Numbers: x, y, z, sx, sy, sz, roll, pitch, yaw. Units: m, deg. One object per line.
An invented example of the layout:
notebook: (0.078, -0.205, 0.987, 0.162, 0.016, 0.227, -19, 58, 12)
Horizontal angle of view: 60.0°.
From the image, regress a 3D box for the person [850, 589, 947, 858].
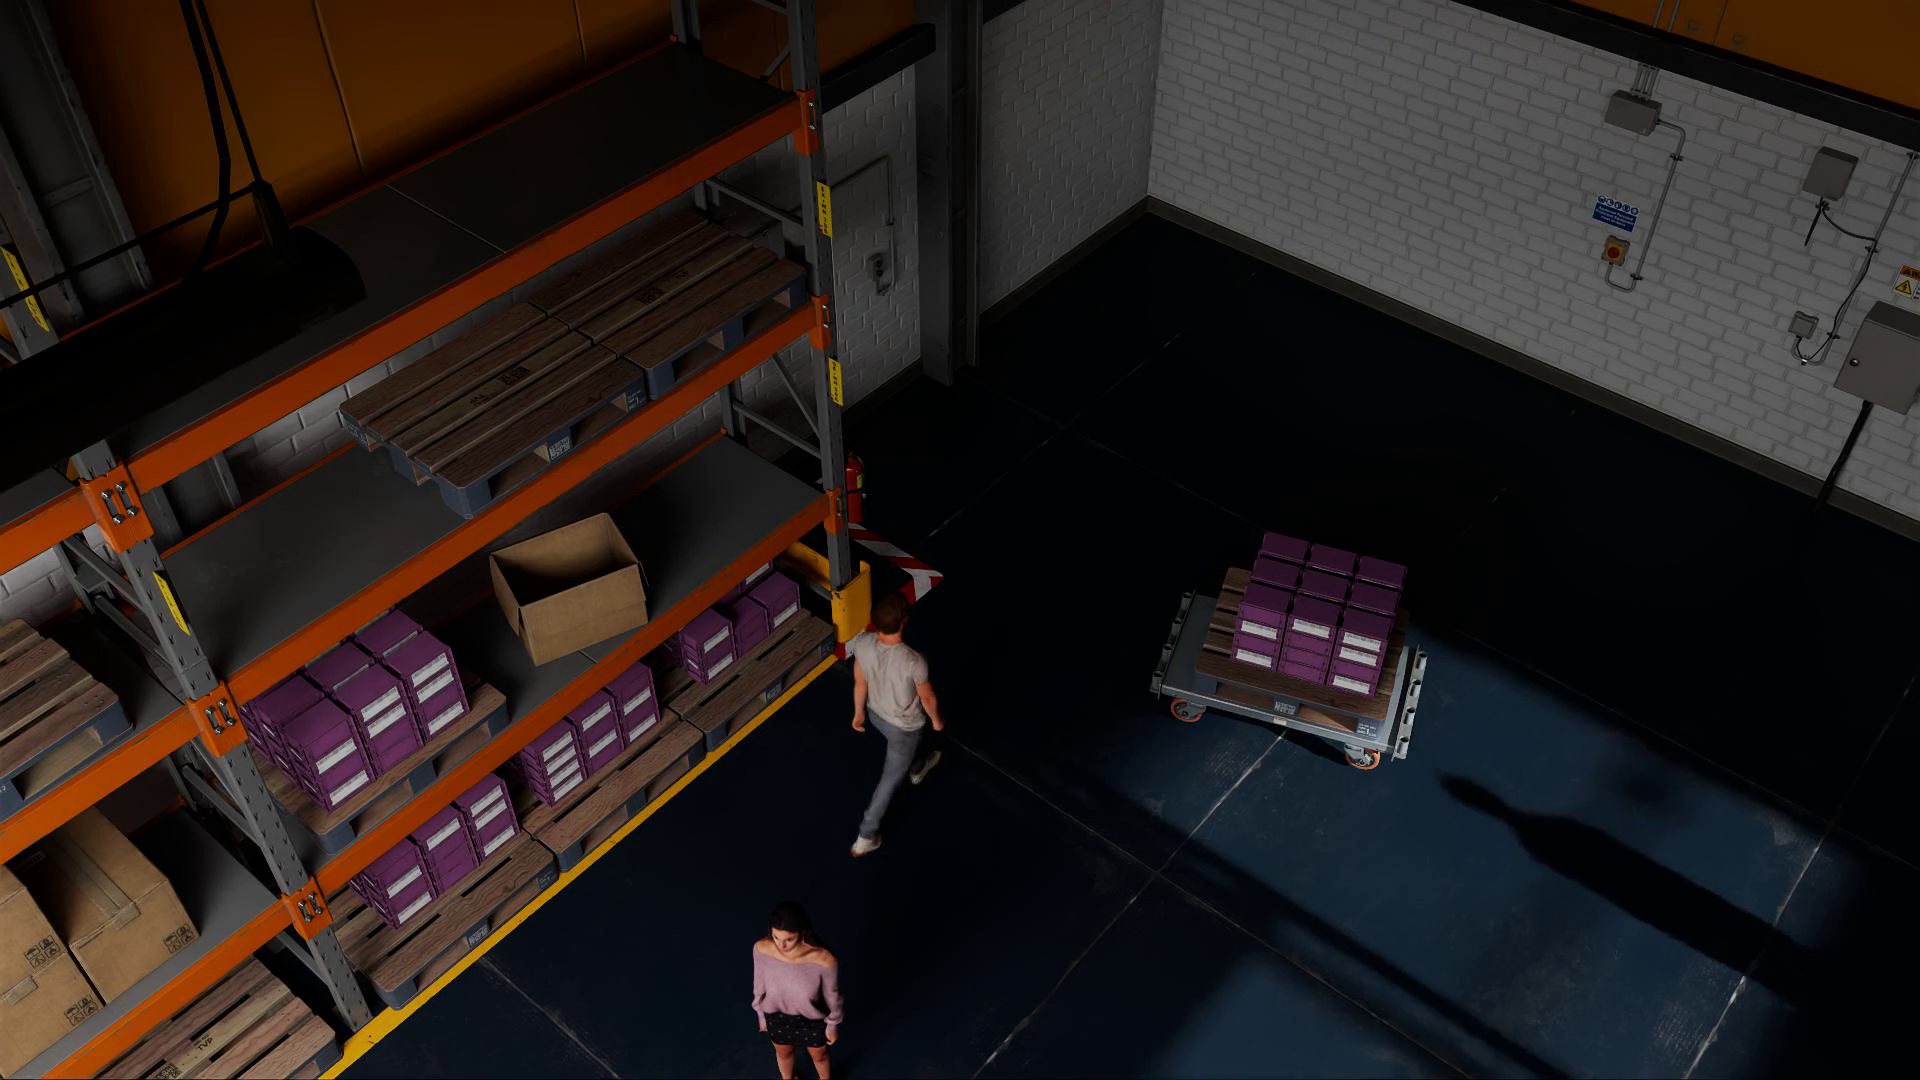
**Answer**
person: (-0.422, 1.094, 9.696, 0.699, 1.857, 1.227, 26, 49, 25)

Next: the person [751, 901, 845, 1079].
person: (-0.812, 2.386, 8.373, 0.695, 1.812, 0.704, 6, 44, 6)
